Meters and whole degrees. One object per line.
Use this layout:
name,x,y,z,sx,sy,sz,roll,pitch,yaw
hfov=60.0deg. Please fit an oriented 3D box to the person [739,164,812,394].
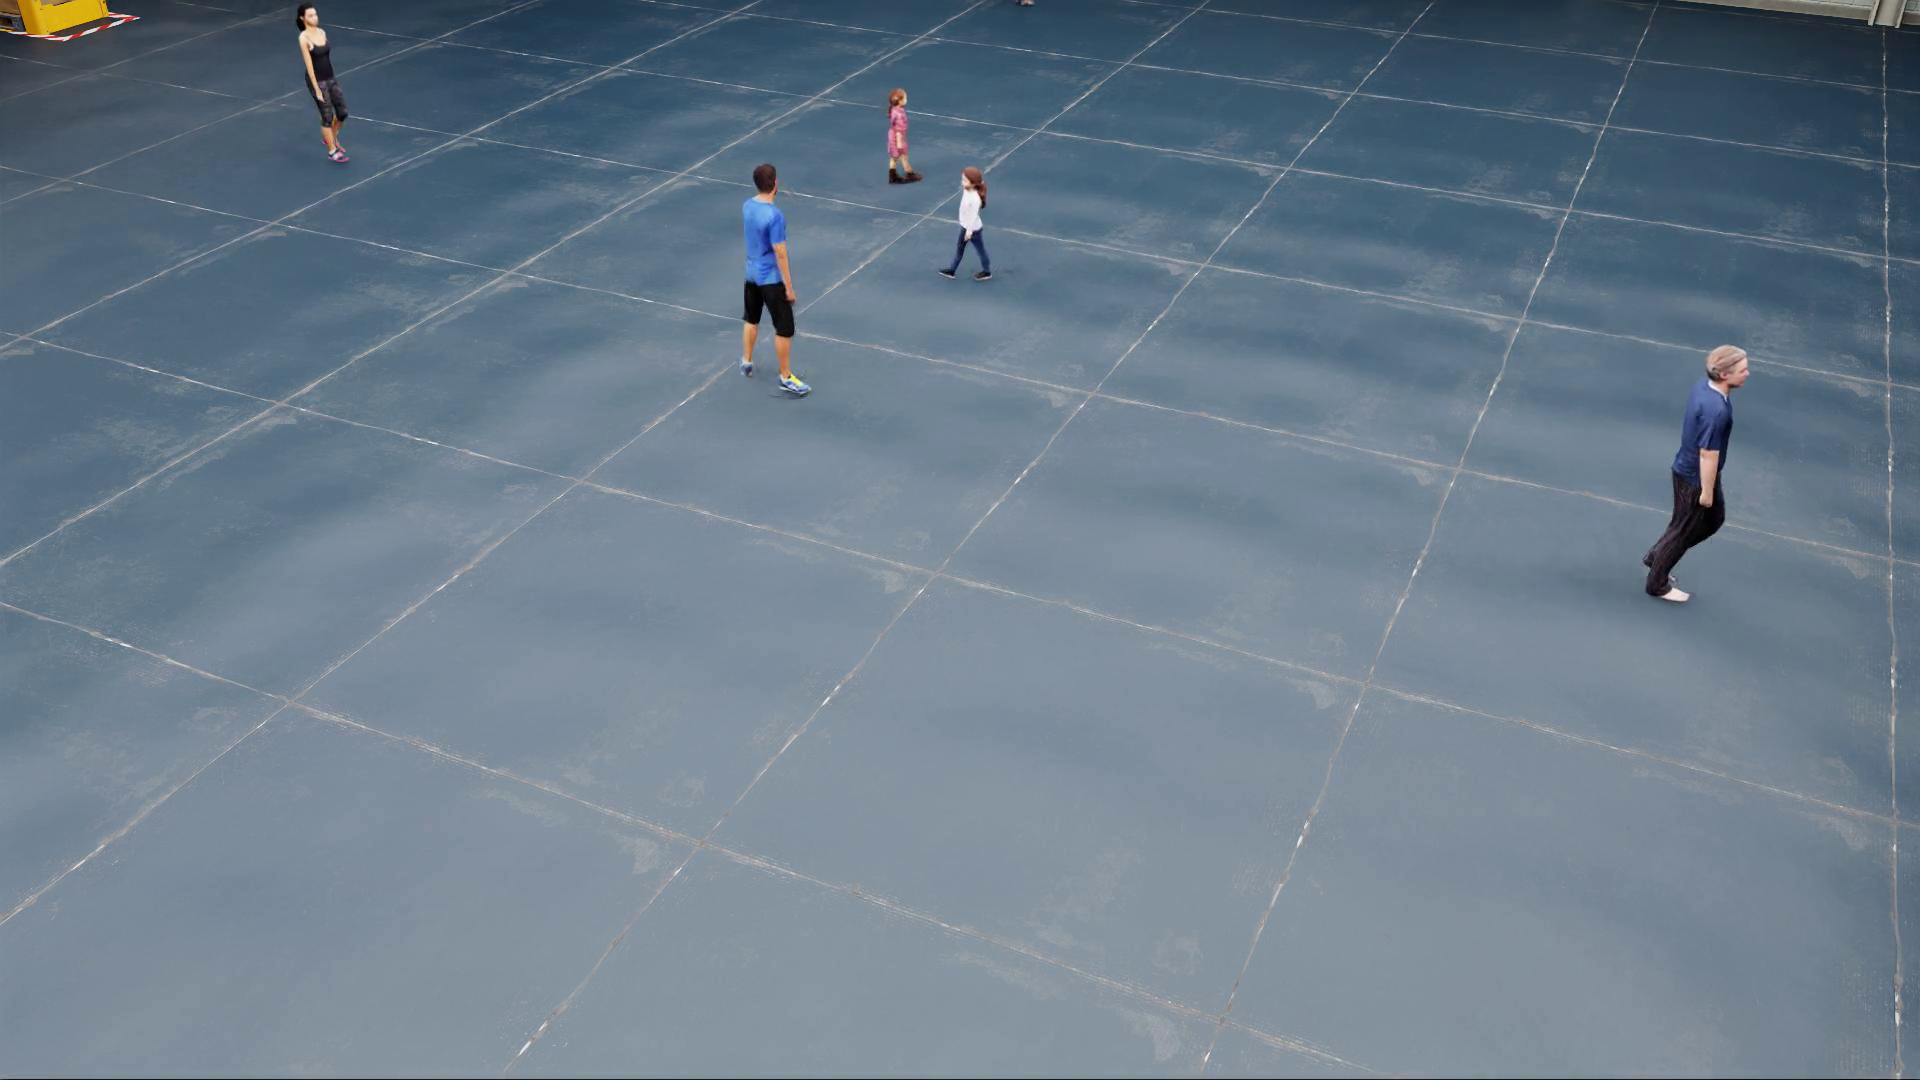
person,-1.551,-2.100,13.489,1.151,1.845,0.793,-17,36,-25

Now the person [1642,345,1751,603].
person,4.709,-0.431,10.833,0.679,1.855,0.687,11,34,17

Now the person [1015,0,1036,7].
person,0.918,-8.388,23.958,0.617,1.310,0.550,-13,35,-20

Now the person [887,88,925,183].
person,-0.705,-4.311,17.772,0.680,1.014,0.613,-9,33,-13

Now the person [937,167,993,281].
person,0.162,-2.944,15.534,0.782,1.089,0.733,-12,34,-19

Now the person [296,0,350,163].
person,-7.040,-4.984,18.180,0.594,1.718,0.560,13,35,20
